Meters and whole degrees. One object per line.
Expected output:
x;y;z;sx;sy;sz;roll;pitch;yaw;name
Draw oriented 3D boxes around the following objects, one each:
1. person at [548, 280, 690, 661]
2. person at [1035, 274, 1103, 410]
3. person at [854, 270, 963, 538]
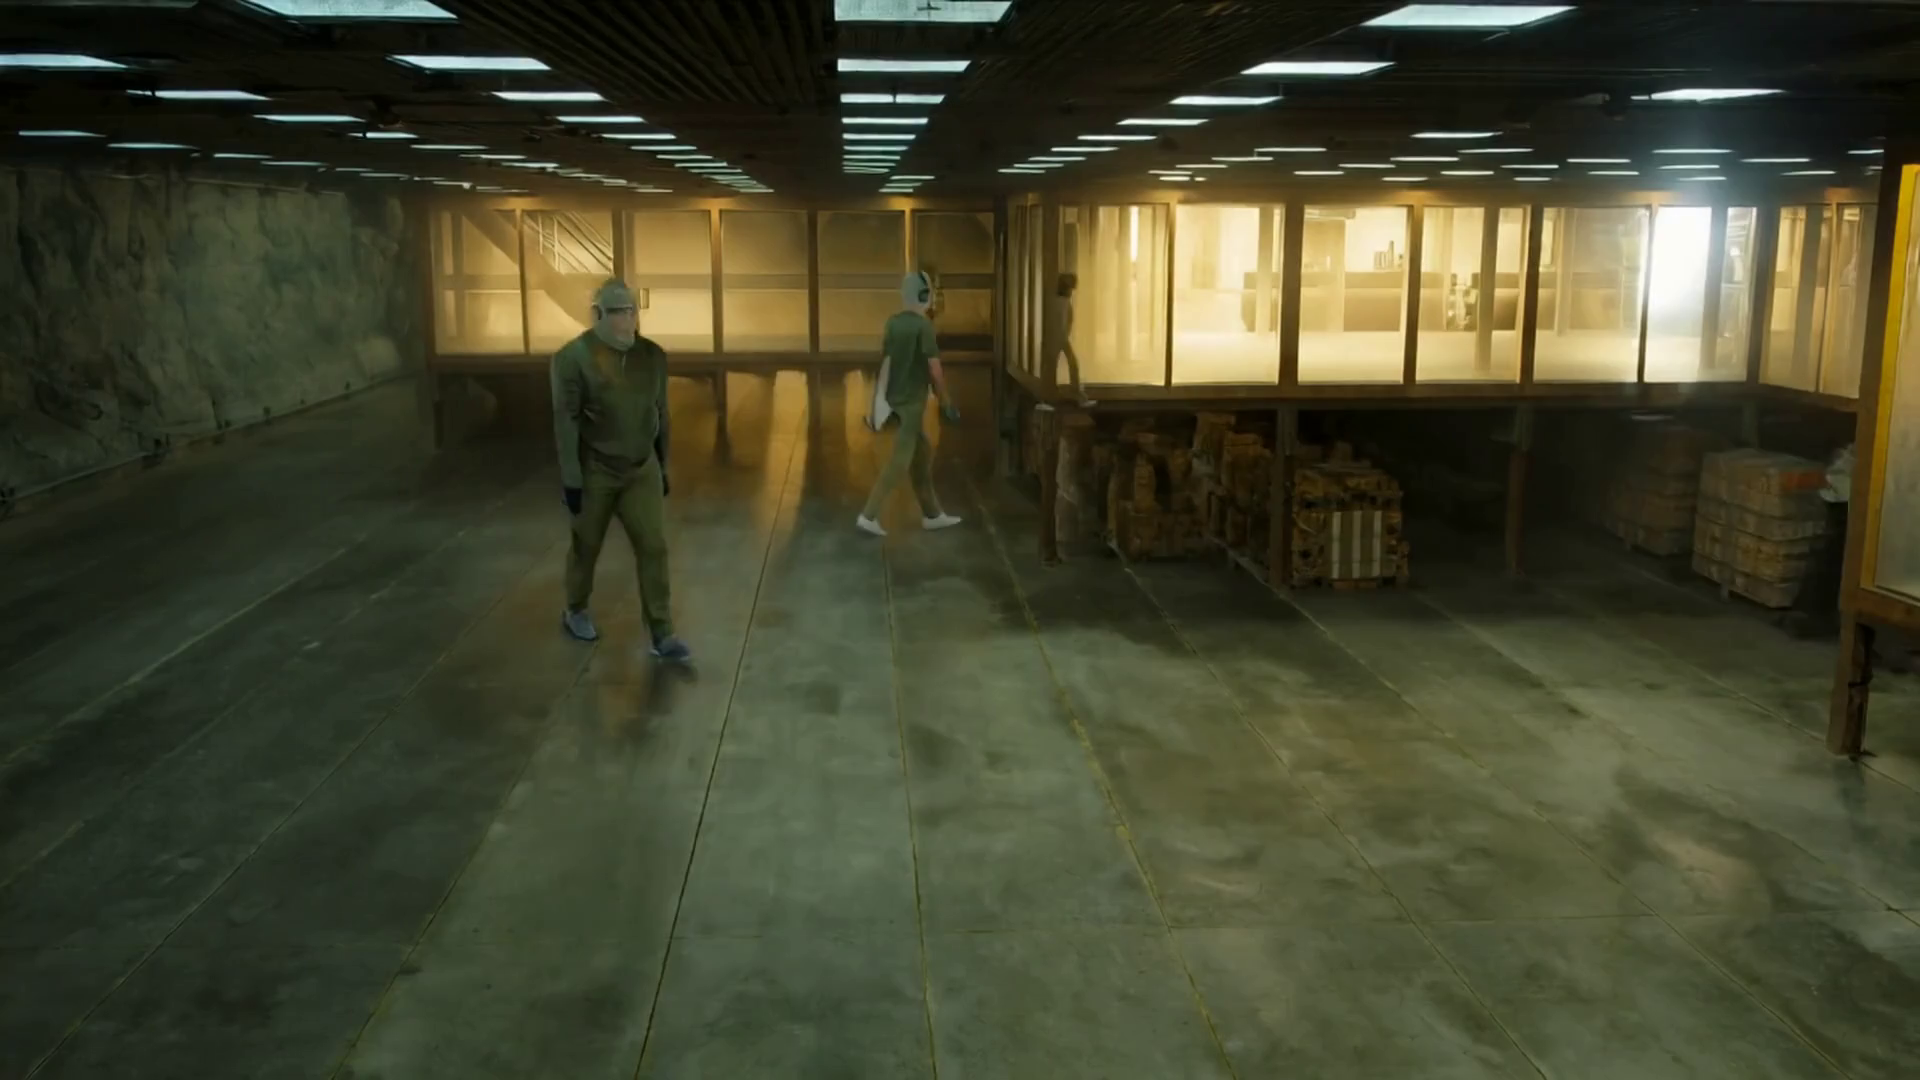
-1.726;-0.362;8.301;0.661;1.856;1.031;-8;13;-35;person
1.261;-2.296;19.406;0.845;1.586;0.536;3;11;16;person
-0.373;-0.933;11.453;0.940;1.834;0.503;-7;13;-33;person
